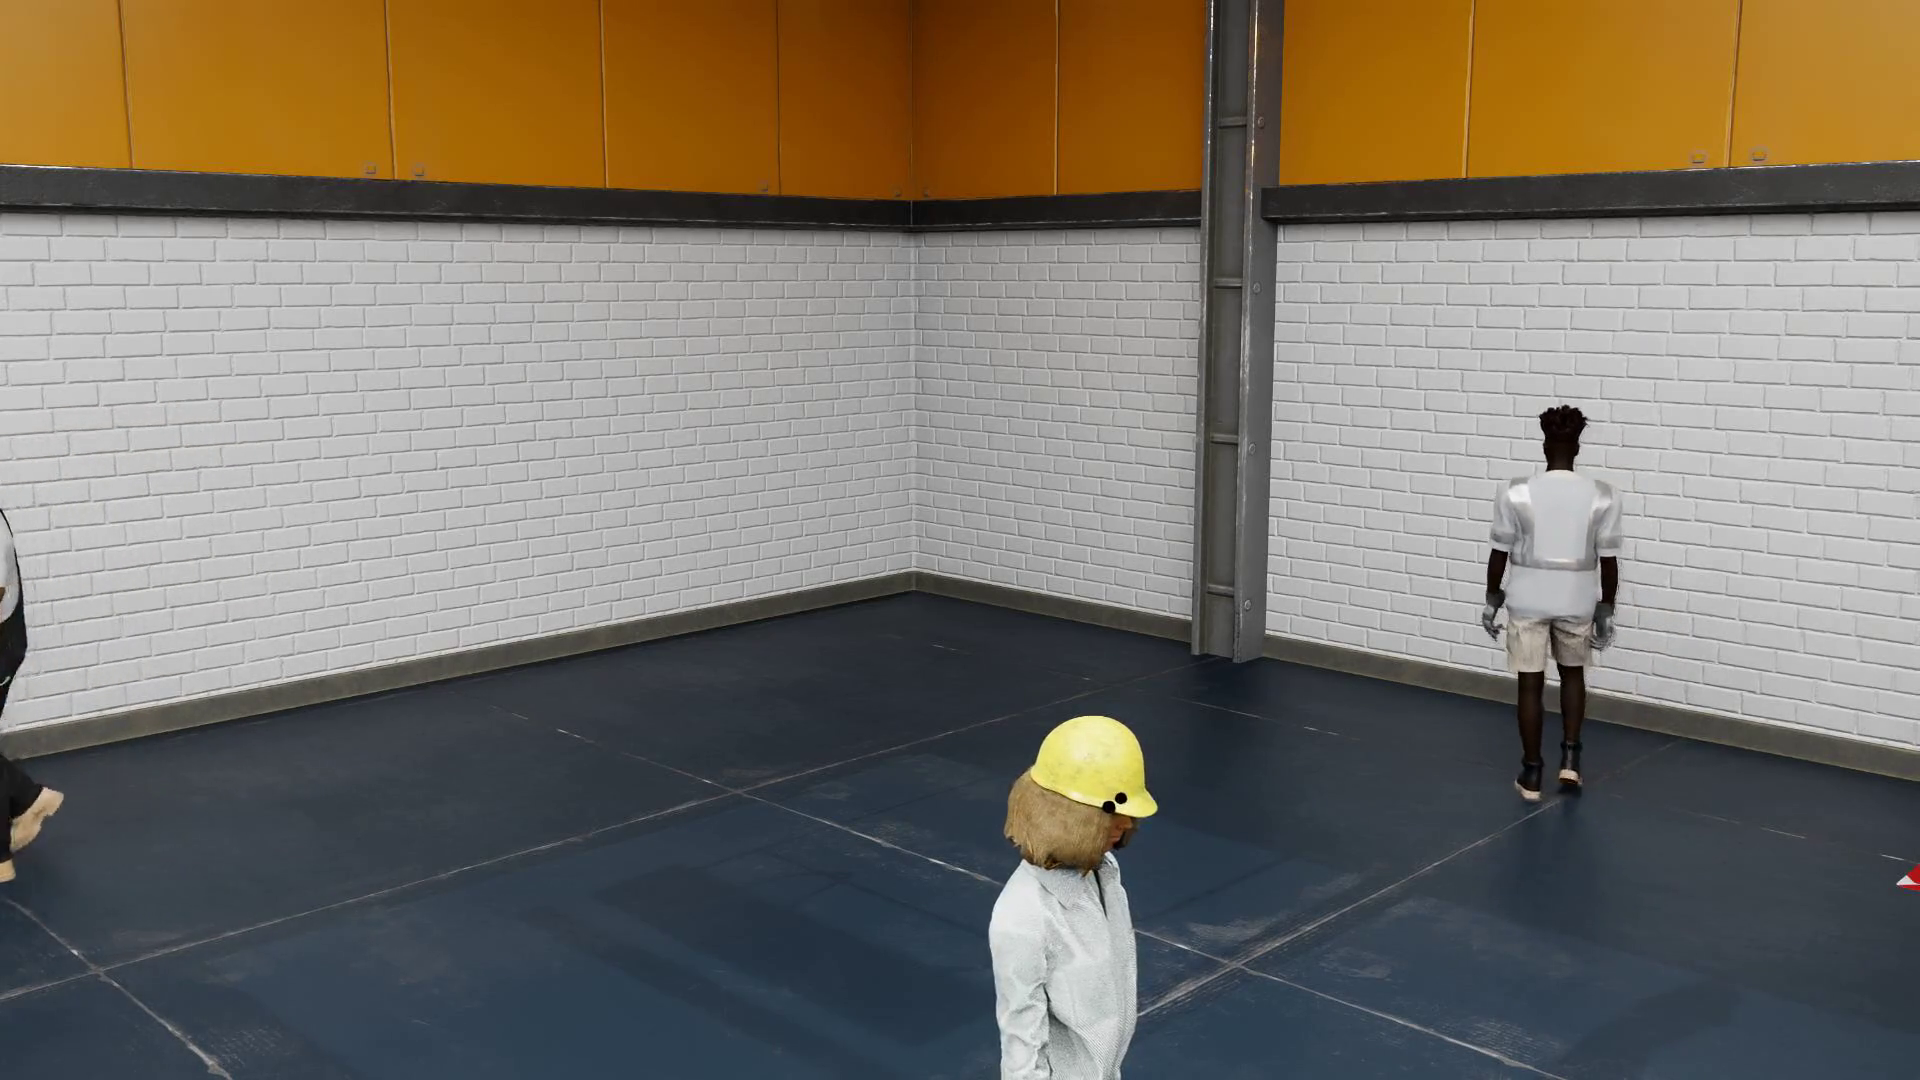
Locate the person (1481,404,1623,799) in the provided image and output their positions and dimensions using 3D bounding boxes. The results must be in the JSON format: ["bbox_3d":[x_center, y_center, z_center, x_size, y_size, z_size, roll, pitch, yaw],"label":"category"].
[{"bbox_3d":[2.908,0.303,8.230,0.615,1.952,0.472,1,9,9],"label":"person"}]

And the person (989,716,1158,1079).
[{"bbox_3d":[0.236,1.201,3.383,0.307,1.736,0.484,4,10,24],"label":"person"}]

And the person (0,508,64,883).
[{"bbox_3d":[-4.201,0.462,6.982,0.582,2.000,0.699,-8,12,-41],"label":"person"}]
